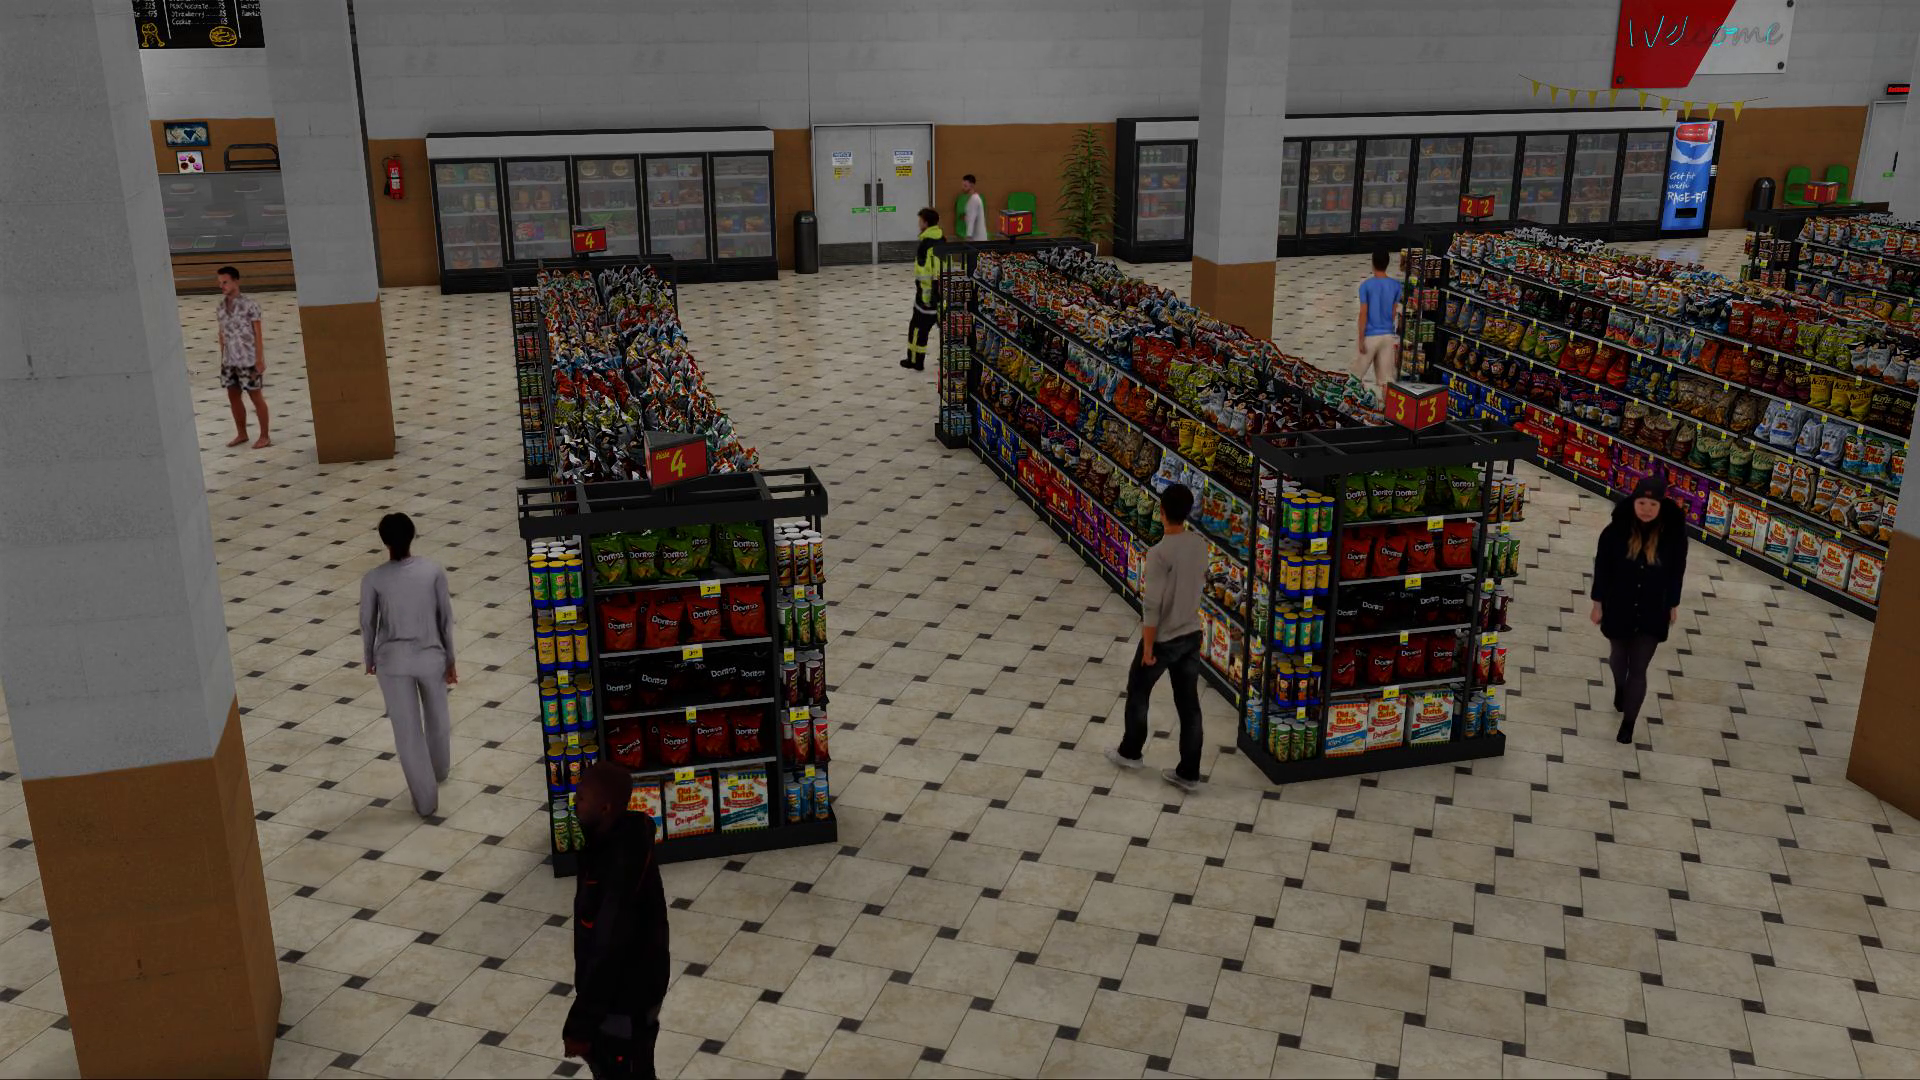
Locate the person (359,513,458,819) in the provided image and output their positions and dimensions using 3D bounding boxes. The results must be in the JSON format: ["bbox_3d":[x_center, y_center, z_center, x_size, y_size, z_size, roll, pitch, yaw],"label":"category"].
[{"bbox_3d":[-3.035,0.721,9.254,0.746,1.713,0.954,-9,21,-26],"label":"person"}]

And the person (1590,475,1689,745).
[{"bbox_3d":[4.200,0.395,10.344,1.089,1.632,1.184,8,20,23],"label":"person"}]

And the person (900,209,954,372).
[{"bbox_3d":[-0.216,-2.895,19.628,1.361,1.936,1.265,13,22,33],"label":"person"}]

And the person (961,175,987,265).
[{"bbox_3d":[0.264,-4.486,24.568,0.806,1.793,0.658,2,19,7],"label":"person"}]

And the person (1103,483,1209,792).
[{"bbox_3d":[1.298,0.596,9.533,0.877,1.771,1.026,-14,23,-37],"label":"person"}]

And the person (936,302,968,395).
[{"bbox_3d":[0.062,-2.156,18.439,0.965,1.295,0.874,14,23,35],"label":"person"}]

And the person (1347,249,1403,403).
[{"bbox_3d":[4.388,-2.054,17.327,0.742,1.813,1.281,-2,19,-7],"label":"person"}]

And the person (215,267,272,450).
[{"bbox_3d":[-7.175,-1.841,16.697,0.763,1.811,0.777,6,19,16],"label":"person"}]

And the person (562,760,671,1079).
[{"bbox_3d":[-1.202,1.659,6.301,0.774,1.820,0.589,-5,19,-16],"label":"person"}]
